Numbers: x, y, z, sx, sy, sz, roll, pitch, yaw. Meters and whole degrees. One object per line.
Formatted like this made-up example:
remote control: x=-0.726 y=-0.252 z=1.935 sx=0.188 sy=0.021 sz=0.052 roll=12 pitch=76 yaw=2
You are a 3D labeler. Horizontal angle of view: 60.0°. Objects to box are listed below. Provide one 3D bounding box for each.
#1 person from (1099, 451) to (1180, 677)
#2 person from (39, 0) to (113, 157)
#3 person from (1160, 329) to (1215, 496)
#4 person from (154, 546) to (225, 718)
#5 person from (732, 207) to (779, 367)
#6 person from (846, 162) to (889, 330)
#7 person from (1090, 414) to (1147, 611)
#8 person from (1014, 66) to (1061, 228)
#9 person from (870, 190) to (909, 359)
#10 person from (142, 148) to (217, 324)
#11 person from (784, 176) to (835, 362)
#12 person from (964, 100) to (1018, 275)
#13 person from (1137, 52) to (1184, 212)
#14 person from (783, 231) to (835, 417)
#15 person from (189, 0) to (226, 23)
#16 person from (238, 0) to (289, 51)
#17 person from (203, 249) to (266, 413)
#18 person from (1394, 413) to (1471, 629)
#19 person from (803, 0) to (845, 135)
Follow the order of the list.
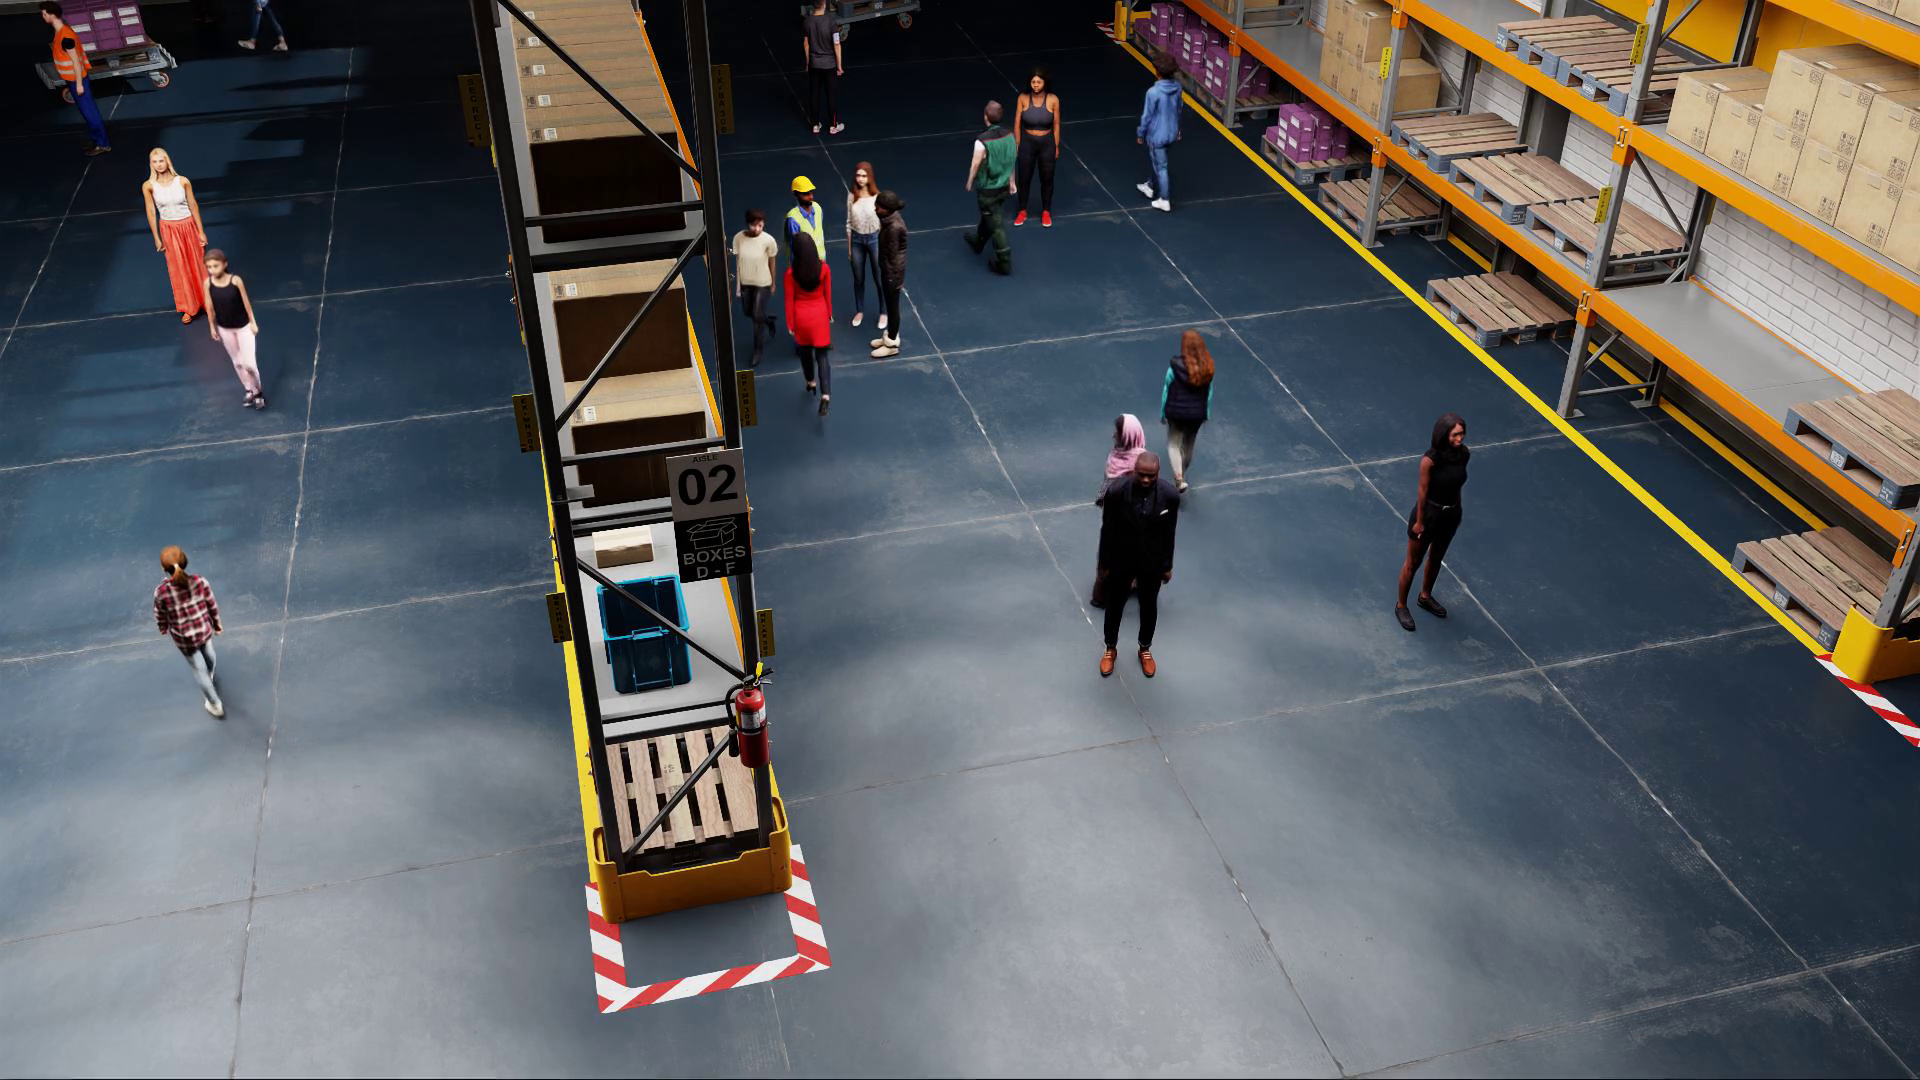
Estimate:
person: x=1.254 y=0.145 z=11.794 sx=0.761 sy=1.818 sz=0.708 roll=1 pitch=34 yaw=2
person: x=-10.918 y=-5.714 z=20.552 sx=0.832 sy=1.880 sz=0.695 roll=-22 pitch=39 yaw=-29
person: x=1.884 y=-1.029 z=13.857 sx=0.659 sy=1.490 sz=0.832 roll=-3 pitch=34 yaw=-4
person: x=-5.297 y=0.657 z=11.518 sx=0.764 sy=1.271 sz=0.960 roll=-25 pitch=41 yaw=-33
person: x=-1.939 y=-2.480 z=15.975 sx=0.867 sy=1.561 sz=0.977 roll=12 pitch=36 yaw=18
person: x=-0.914 y=-2.935 z=16.510 sx=0.649 sy=1.727 sz=0.661 roll=8 pitch=34 yaw=12
person: x=1.269 y=-0.242 z=12.542 sx=0.723 sy=1.634 sz=0.638 roll=-8 pitch=35 yaw=-12
person: x=0.869 y=-4.427 z=18.674 sx=0.761 sy=1.816 sz=0.738 roll=3 pitch=34 yaw=5
person: x=-0.646 y=-2.585 z=16.044 sx=0.651 sy=1.660 sz=0.590 roll=11 pitch=35 yaw=16
person: x=-7.786 y=-3.051 z=16.617 sx=0.666 sy=1.801 sz=0.623 roll=-14 pitch=36 yaw=-20
person: x=-1.459 y=-2.631 z=15.975 sx=0.801 sy=1.813 sz=0.753 roll=20 pitch=38 yaw=27
person: x=0.397 y=-3.681 z=17.566 sx=0.945 sy=1.802 sz=1.155 roll=-27 pitch=42 yaw=-34
person: x=2.362 y=-4.625 z=18.999 sx=0.898 sy=1.786 sz=1.039 roll=-23 pitch=40 yaw=-30
person: x=-1.318 y=-1.909 z=14.983 sx=0.597 sy=1.709 sz=1.053 roll=-7 pitch=34 yaw=-11
person: x=-11.692 y=-8.854 z=25.290 sx=0.776 sy=1.864 sz=0.817 roll=15 pitch=36 yaw=21
person: x=-10.037 y=-7.780 z=24.049 sx=0.867 sy=1.451 sz=0.957 roll=3 pitch=34 yaw=5
person: x=-6.611 y=-1.960 z=15.205 sx=0.578 sy=1.548 sz=0.673 roll=-4 pitch=34 yaw=-6
person: x=3.521 y=-0.162 z=12.325 sx=0.642 sy=1.741 sz=0.599 roll=-18 pitch=38 yaw=-25
person: x=-1.756 y=-6.060 z=21.177 sx=0.720 sy=1.764 sz=0.712 roll=8 pitch=34 yaw=12
